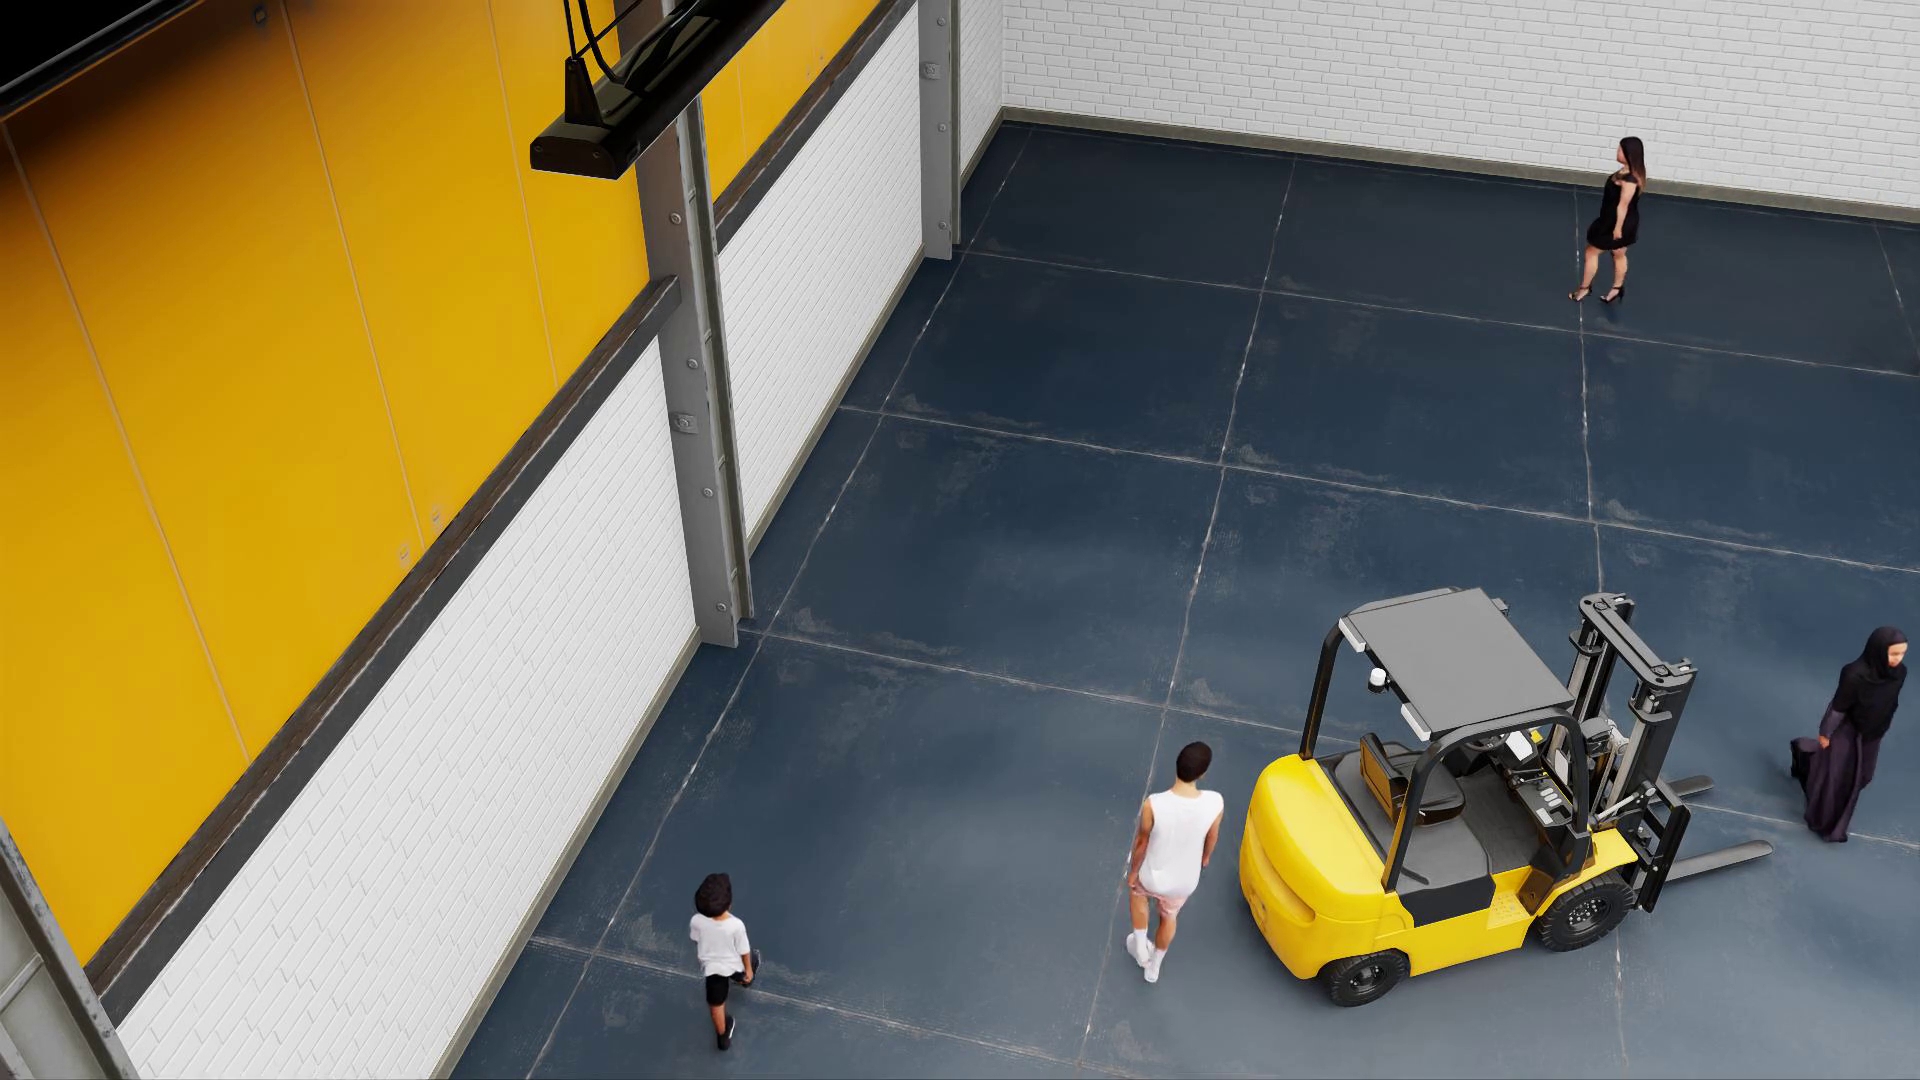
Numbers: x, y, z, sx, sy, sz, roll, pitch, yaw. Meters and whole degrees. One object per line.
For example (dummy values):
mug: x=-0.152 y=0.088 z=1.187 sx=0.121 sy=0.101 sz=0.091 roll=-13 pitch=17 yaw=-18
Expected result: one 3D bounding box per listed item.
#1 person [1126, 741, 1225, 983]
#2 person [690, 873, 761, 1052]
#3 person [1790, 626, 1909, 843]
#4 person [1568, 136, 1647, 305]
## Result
person: x=1.194 y=1.922 z=9.408 sx=0.776 sy=1.755 sz=0.789 roll=-5 pitch=39 yaw=-6
person: x=-1.336 y=2.378 z=9.255 sx=0.575 sy=1.234 sz=0.858 roll=4 pitch=39 yaw=5
person: x=5.609 y=1.138 z=10.514 sx=0.869 sy=1.600 sz=1.039 roll=-8 pitch=39 yaw=-10
person: x=6.237 y=-2.937 z=15.537 sx=0.820 sy=1.699 sz=0.736 roll=22 pitch=43 yaw=25
